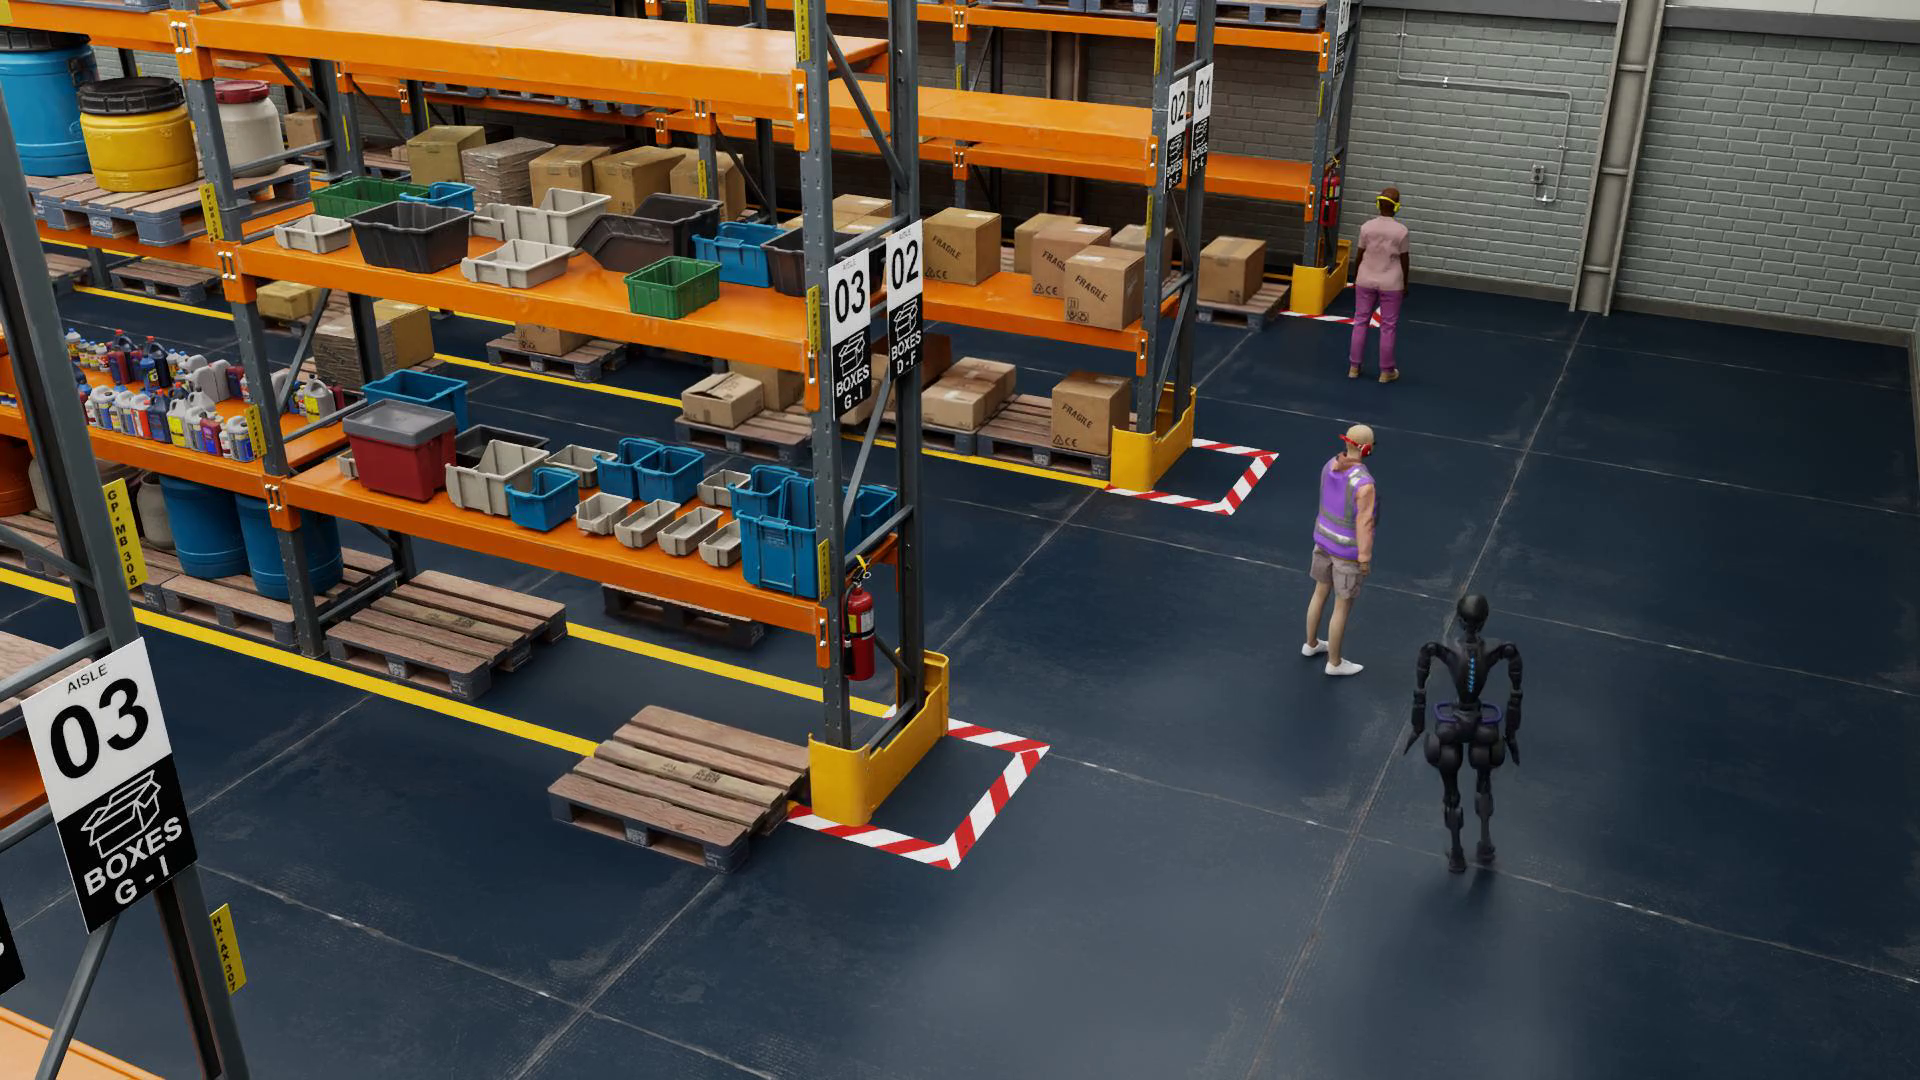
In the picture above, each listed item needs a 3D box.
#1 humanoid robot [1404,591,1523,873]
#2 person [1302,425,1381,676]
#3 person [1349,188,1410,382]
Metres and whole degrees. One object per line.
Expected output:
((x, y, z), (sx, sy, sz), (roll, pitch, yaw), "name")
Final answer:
((2.645, 1.005, 8.699), (0.591, 1.643, 0.341), (3, 26, 7), "humanoid robot")
((2.433, 0.060, 10.583), (0.347, 1.688, 0.491), (-11, 28, -21), "person")
((3.874, -2.345, 15.330), (0.526, 1.798, 0.335), (15, 30, 28), "person")
